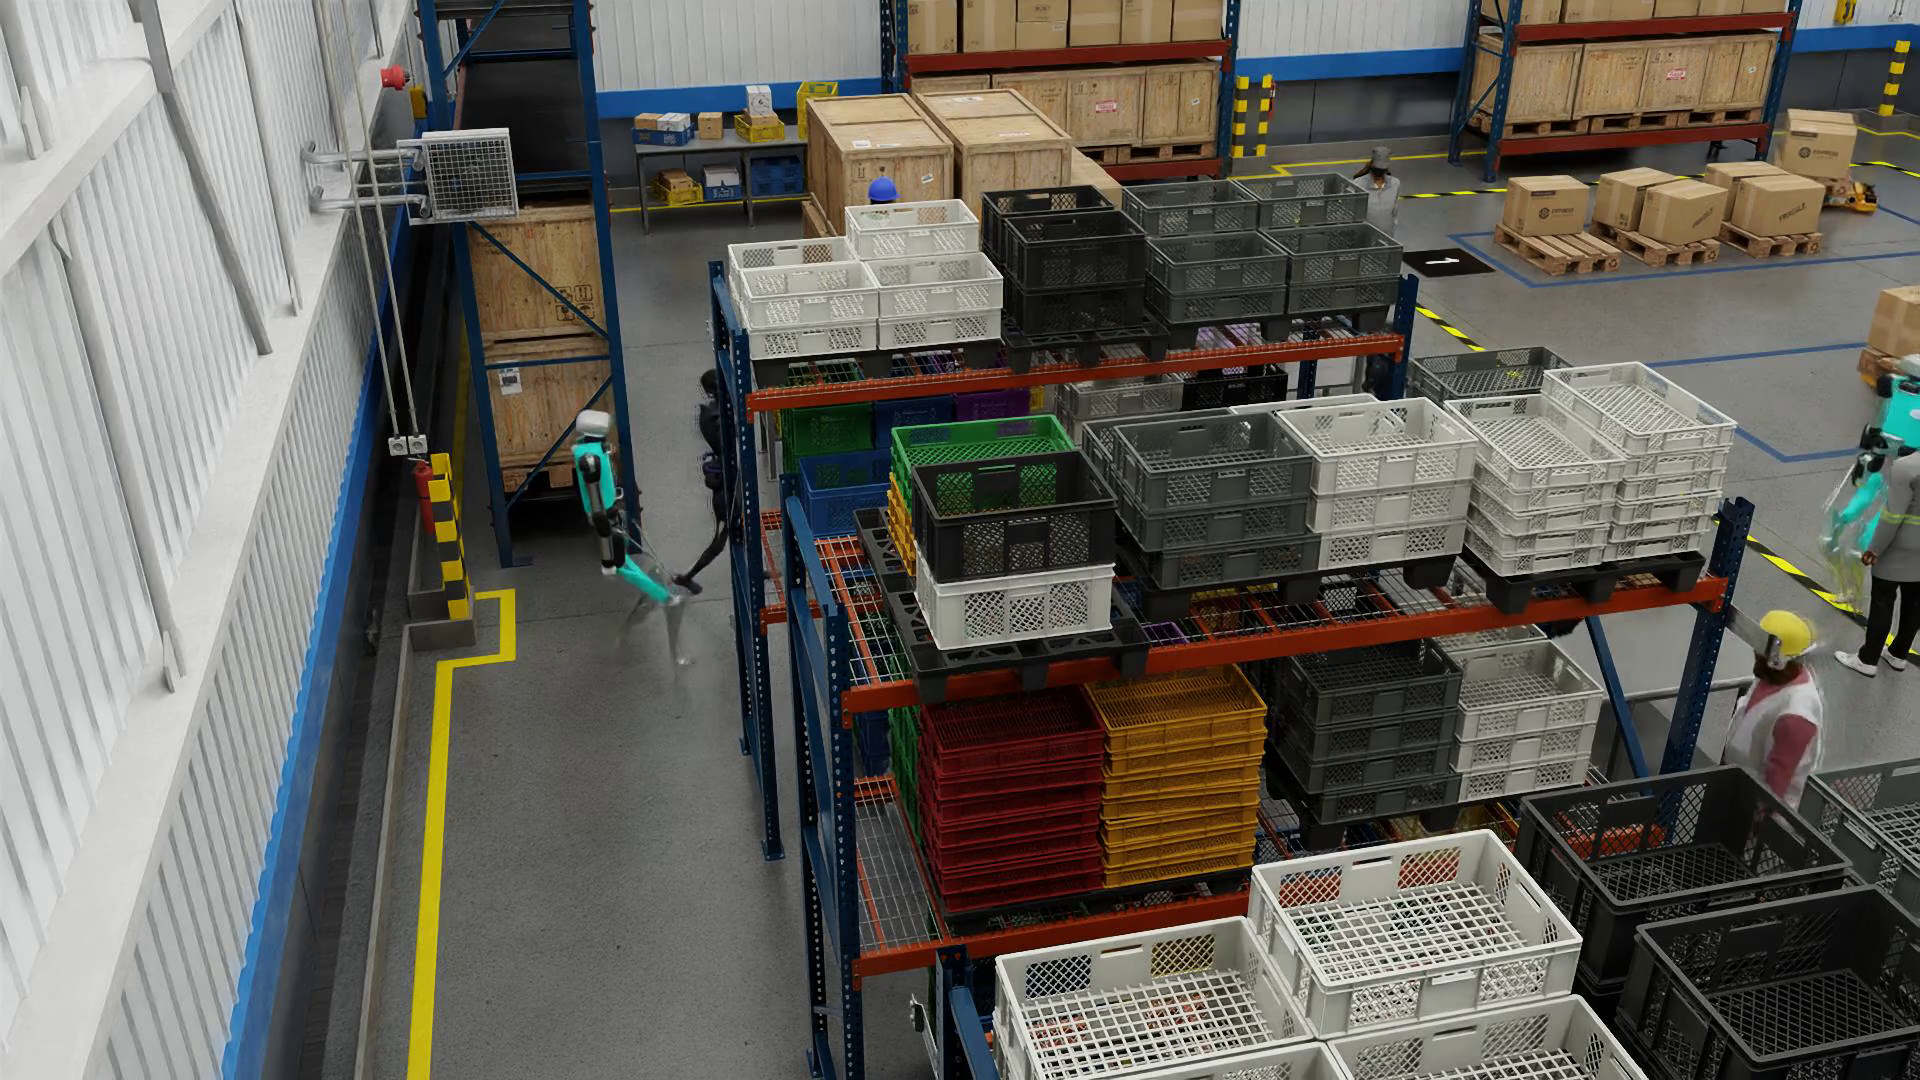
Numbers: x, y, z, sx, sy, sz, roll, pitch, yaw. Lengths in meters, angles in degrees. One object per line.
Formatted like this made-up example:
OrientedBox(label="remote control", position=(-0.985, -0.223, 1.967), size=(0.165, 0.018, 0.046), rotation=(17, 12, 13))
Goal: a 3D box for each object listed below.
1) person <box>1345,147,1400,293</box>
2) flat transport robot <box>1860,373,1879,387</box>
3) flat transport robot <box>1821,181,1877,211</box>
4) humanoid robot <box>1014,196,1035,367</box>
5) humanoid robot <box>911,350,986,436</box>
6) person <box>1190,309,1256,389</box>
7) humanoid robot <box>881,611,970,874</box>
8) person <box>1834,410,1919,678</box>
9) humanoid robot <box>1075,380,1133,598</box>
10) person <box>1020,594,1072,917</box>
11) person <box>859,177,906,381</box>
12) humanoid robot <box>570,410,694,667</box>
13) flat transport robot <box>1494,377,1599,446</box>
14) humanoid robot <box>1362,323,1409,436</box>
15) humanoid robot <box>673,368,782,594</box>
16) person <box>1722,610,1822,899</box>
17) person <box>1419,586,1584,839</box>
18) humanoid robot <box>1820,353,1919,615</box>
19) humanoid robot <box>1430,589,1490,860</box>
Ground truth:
OrientedBox(label="person", position=(3.911, -2.901, 15.946), size=(0.561, 1.763, 0.401), rotation=(-7, 29, -14))
OrientedBox(label="flat transport robot", position=(8.584, -1.252, 14.391), size=(0.652, 0.197, 1.431), rotation=(-6, 28, -12))
OrientedBox(label="flat transport robot", position=(10.215, -4.203, 19.992), size=(1.431, 0.197, 0.652), rotation=(10, 29, 19))
OrientedBox(label="humanoid robot", position=(0.492, -2.277, 14.857), size=(0.450, 1.647, 0.590), rotation=(-1, 28, -3))
OrientedBox(label="humanoid robot", position=(-0.106, -0.363, 11.061), size=(0.532, 1.693, 0.742), rotation=(4, 28, 7))
OrientedBox(label="person", position=(1.917, -1.219, 12.459), size=(0.612, 2.041, 0.391), rotation=(-18, 33, -31))
OrientedBox(label="humanoid robot", position=(-0.143, 0.955, 8.610), size=(0.771, 1.723, 0.532), rotation=(2, 28, 3))
OrientedBox(label="person", position=(5.898, -0.010, 10.367), size=(0.598, 1.850, 0.388), rotation=(-7, 29, -13))
OrientedBox(label="humanoid robot", position=(0.977, -0.103, 10.733), size=(0.652, 1.860, 0.542), rotation=(18, 33, 31))
OrientedBox(label="person", position=(0.455, 1.044, 8.333), size=(0.337, 1.882, 0.583), rotation=(-4, 28, -8))
OrientedBox(label="person", position=(-0.667, -2.170, 14.364), size=(0.616, 1.945, 0.393), rotation=(22, 35, 35))
OrientedBox(label="humanoid robot", position=(-1.987, 0.008, 10.530), size=(0.808, 1.812, 0.532), rotation=(-6, 28, -10))
OrientedBox(label="flat transport robot", position=(4.780, -1.036, 14.013), size=(0.659, 0.231, 1.431), rotation=(-6, 28, -12))
OrientedBox(label="humanoid robot", position=(3.129, -0.808, 12.091), size=(0.709, 1.630, 0.602), rotation=(-13, 30, -23))
OrientedBox(label="humanoid robot", position=(-1.635, -0.398, 11.336), size=(0.754, 1.636, 0.585), rotation=(-6, 28, -11))
OrientedBox(label="person", position=(3.991, 1.176, 8.172), size=(0.570, 1.808, 0.596), rotation=(1, 28, 3))
OrientedBox(label="person", position=(2.820, 0.997, 8.516), size=(0.434, 1.802, 0.682), rotation=(-14, 31, -24))
OrientedBox(label="humanoid robot", position=(6.091, -0.337, 11.145), size=(0.780, 1.789, 0.575), rotation=(-13, 30, -23))
OrientedBox(label="humanoid robot", position=(2.689, 0.956, 8.717), size=(0.418, 1.650, 0.609), rotation=(15, 32, 27))
